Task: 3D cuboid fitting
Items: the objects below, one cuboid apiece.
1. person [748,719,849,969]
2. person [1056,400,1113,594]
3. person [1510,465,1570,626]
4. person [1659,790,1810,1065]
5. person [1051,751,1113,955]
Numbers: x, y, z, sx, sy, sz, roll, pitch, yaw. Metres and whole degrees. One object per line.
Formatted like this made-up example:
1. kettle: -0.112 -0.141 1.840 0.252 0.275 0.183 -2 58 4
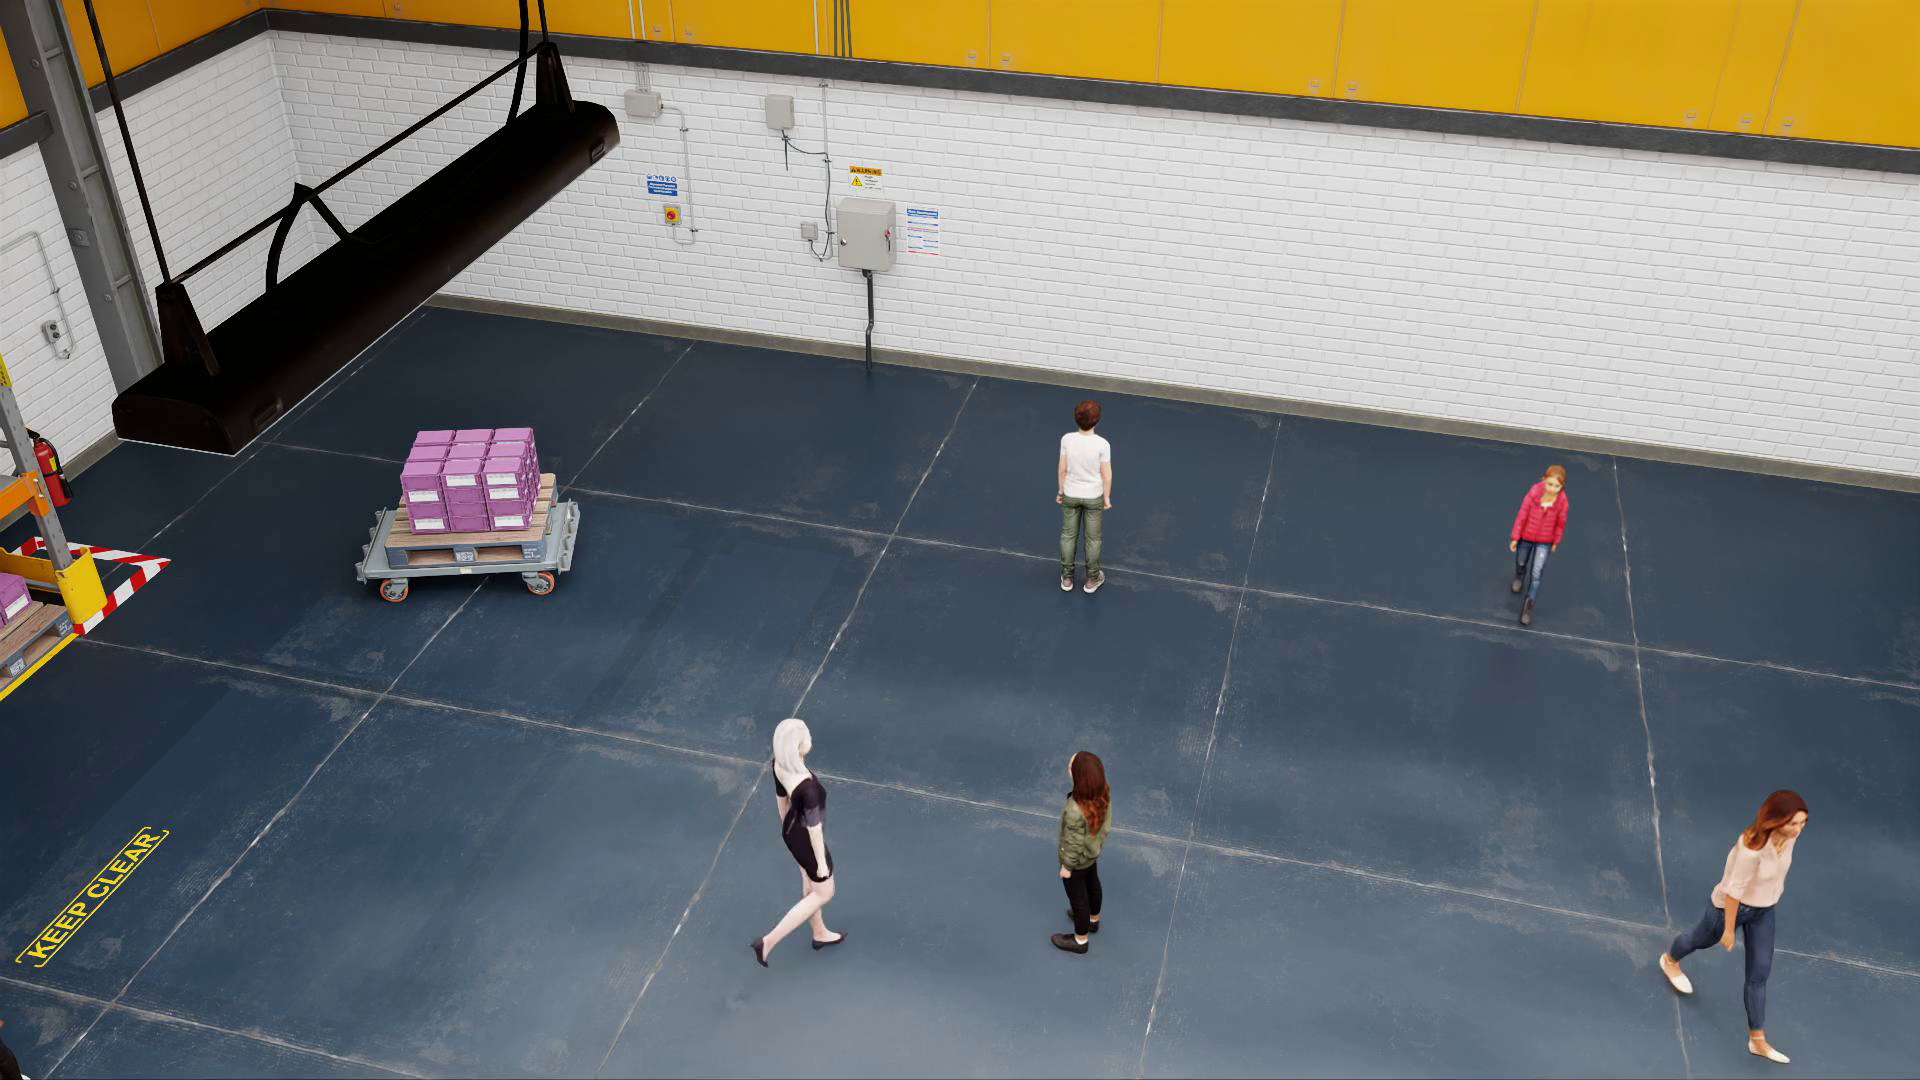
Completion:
1. person: -0.963 1.799 9.608 1.009 1.817 0.915 -22 39 -29
2. person: 0.959 -0.341 12.975 0.573 1.654 0.511 8 35 12
3. person: 4.444 -0.038 12.845 0.596 1.291 0.926 14 36 20
4. person: 4.318 2.019 9.347 1.058 1.738 1.226 -12 35 -17
5. person: 0.725 1.836 9.861 0.686 1.475 0.514 17 37 23
